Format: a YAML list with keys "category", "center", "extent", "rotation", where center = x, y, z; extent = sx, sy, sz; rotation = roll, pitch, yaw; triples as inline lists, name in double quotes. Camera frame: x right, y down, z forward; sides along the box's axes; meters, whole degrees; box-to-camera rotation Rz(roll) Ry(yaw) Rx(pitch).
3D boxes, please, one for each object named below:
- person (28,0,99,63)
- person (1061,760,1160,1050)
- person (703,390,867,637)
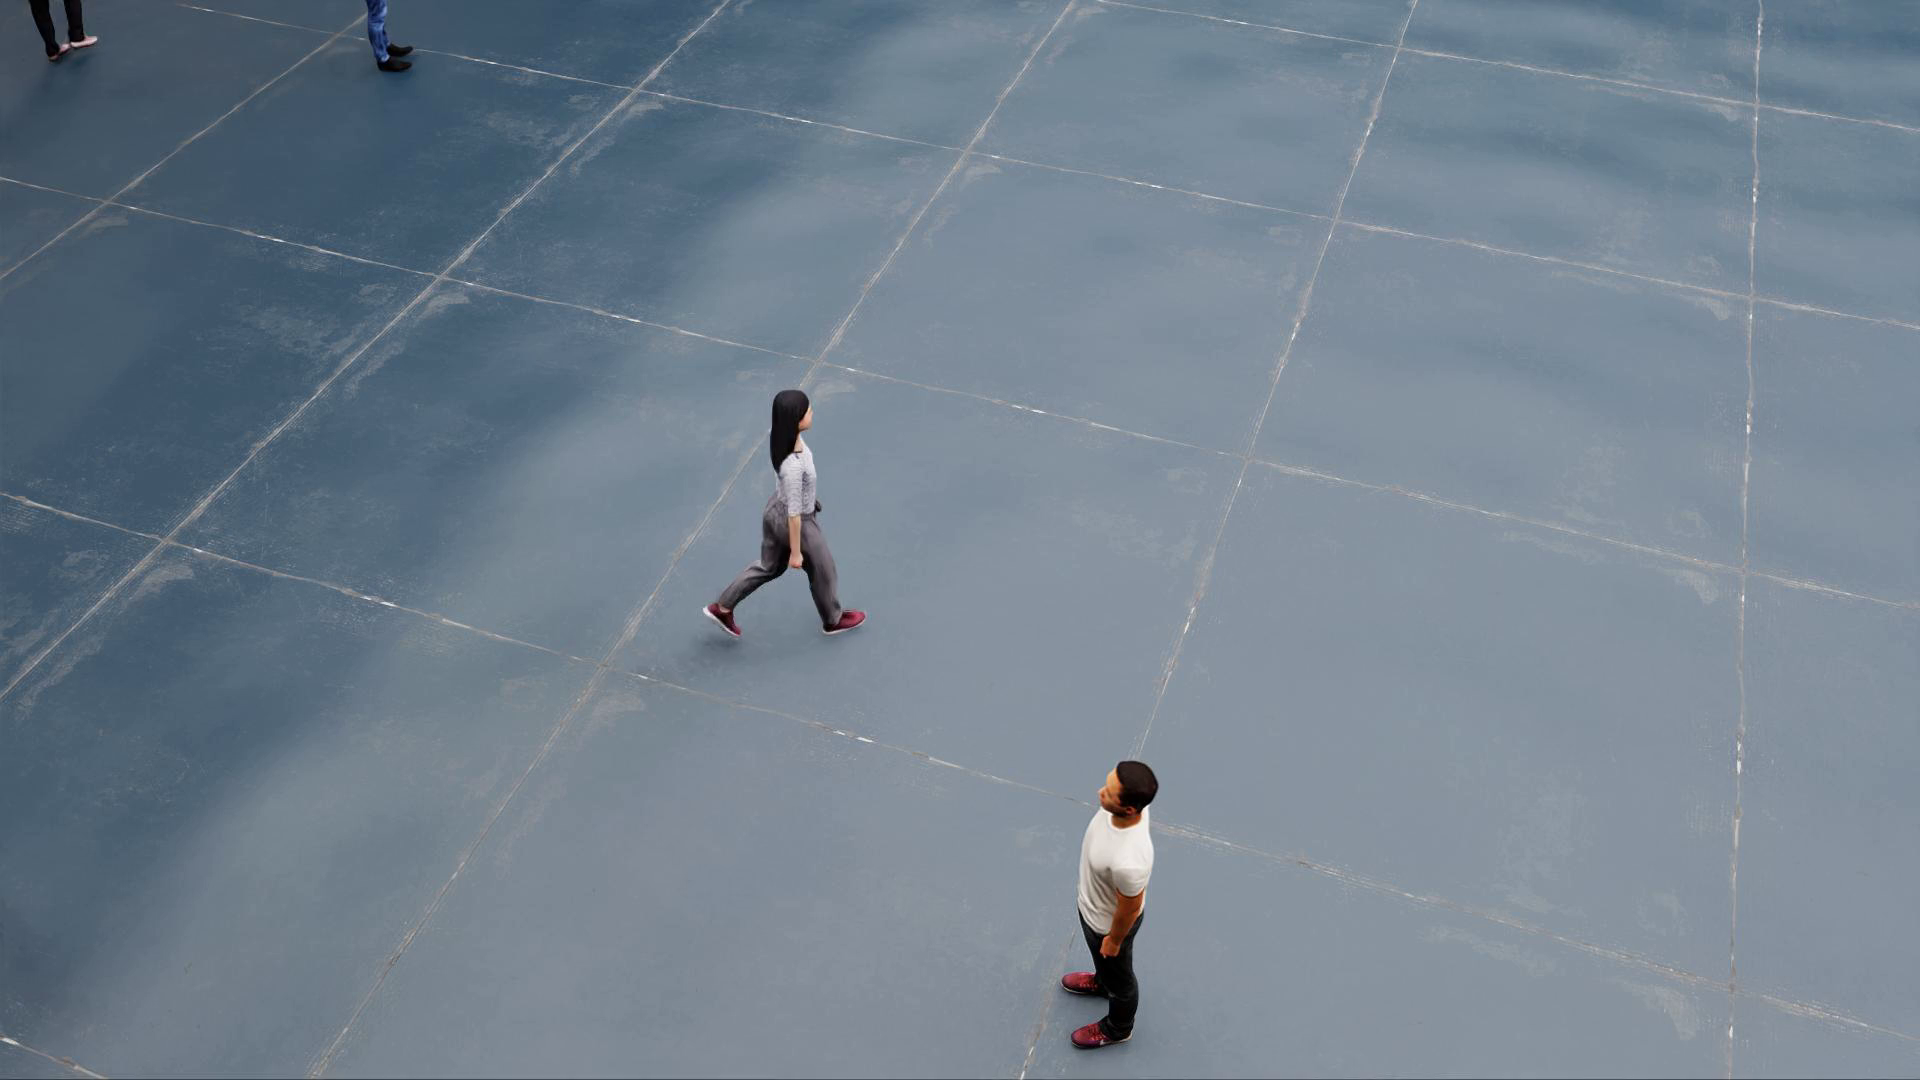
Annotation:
- category: "person"
  center: [-7.869, -4.817, 14.071]
  extent: [0.624, 1.581, 0.761]
  rotation: [10, 44, 10]
- category: "person"
  center: [0.665, 1.543, 7.097]
  extent: [0.676, 1.805, 0.708]
  rotation: [-2, 43, -2]
- category: "person"
  center: [-1.010, -0.072, 8.904]
  extent: [1.223, 1.700, 1.056]
  rotation: [-9, 44, -9]
